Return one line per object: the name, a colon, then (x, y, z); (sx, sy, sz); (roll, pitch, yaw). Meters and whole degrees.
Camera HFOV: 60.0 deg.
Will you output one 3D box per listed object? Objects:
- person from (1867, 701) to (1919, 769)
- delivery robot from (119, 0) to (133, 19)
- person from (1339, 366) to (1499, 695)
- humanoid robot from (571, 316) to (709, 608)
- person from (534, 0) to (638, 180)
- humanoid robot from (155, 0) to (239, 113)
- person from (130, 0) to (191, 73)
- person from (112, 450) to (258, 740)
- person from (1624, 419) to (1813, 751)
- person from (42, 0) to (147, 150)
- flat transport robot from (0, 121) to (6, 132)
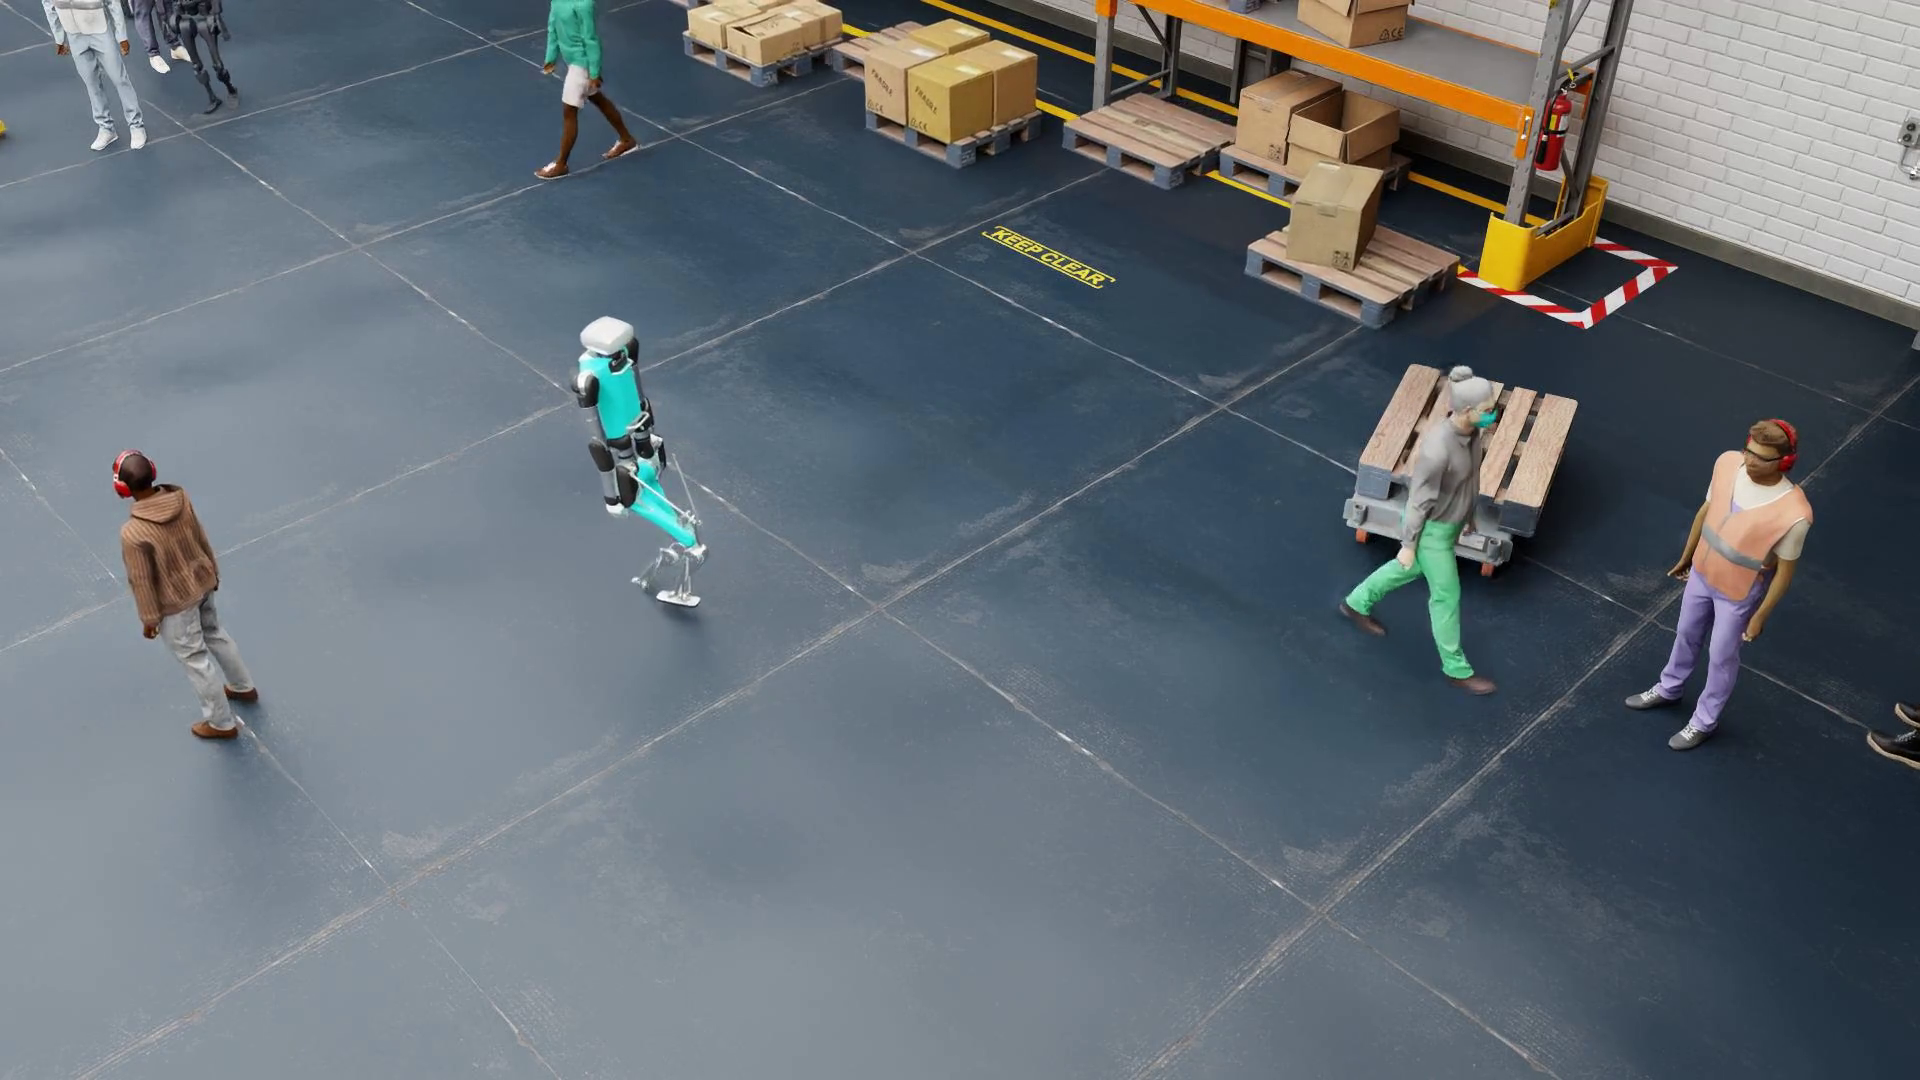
person: (4.798, 0.258, 7.787); (0.608, 1.964, 0.376); (-26, 44, -30)
delivery robot: (-8.562, -5.494, 16.585); (0.499, 0.614, 0.796); (-12, 39, -15)
person: (2.415, -0.101, 8.406); (0.941, 1.805, 0.515); (24, 43, 28)
humanoid robot: (-1.577, -0.312, 8.750); (0.835, 1.797, 0.540); (11, 39, 15)
person: (-3.089, -3.841, 13.347); (0.962, 1.799, 0.510); (-22, 42, -26)
humanoid robot: (-6.622, -4.519, 14.345); (0.585, 1.650, 0.341); (-1, 37, -1)
person: (-7.450, -5.242, 15.147); (0.408, 1.867, 0.801); (19, 41, 24)
person: (-3.764, 0.275, 8.028); (0.346, 1.642, 0.477); (7, 38, 10)
person: (3.674, 0.205, 7.955); (0.377, 1.843, 0.569); (-13, 39, -16)
person: (-7.150, -4.163, 13.677); (0.596, 1.917, 0.376); (-1, 37, -2)
flat transport robot: (-9.006, -3.538, 14.218); (1.431, 0.231, 0.659); (10, 38, 13)
